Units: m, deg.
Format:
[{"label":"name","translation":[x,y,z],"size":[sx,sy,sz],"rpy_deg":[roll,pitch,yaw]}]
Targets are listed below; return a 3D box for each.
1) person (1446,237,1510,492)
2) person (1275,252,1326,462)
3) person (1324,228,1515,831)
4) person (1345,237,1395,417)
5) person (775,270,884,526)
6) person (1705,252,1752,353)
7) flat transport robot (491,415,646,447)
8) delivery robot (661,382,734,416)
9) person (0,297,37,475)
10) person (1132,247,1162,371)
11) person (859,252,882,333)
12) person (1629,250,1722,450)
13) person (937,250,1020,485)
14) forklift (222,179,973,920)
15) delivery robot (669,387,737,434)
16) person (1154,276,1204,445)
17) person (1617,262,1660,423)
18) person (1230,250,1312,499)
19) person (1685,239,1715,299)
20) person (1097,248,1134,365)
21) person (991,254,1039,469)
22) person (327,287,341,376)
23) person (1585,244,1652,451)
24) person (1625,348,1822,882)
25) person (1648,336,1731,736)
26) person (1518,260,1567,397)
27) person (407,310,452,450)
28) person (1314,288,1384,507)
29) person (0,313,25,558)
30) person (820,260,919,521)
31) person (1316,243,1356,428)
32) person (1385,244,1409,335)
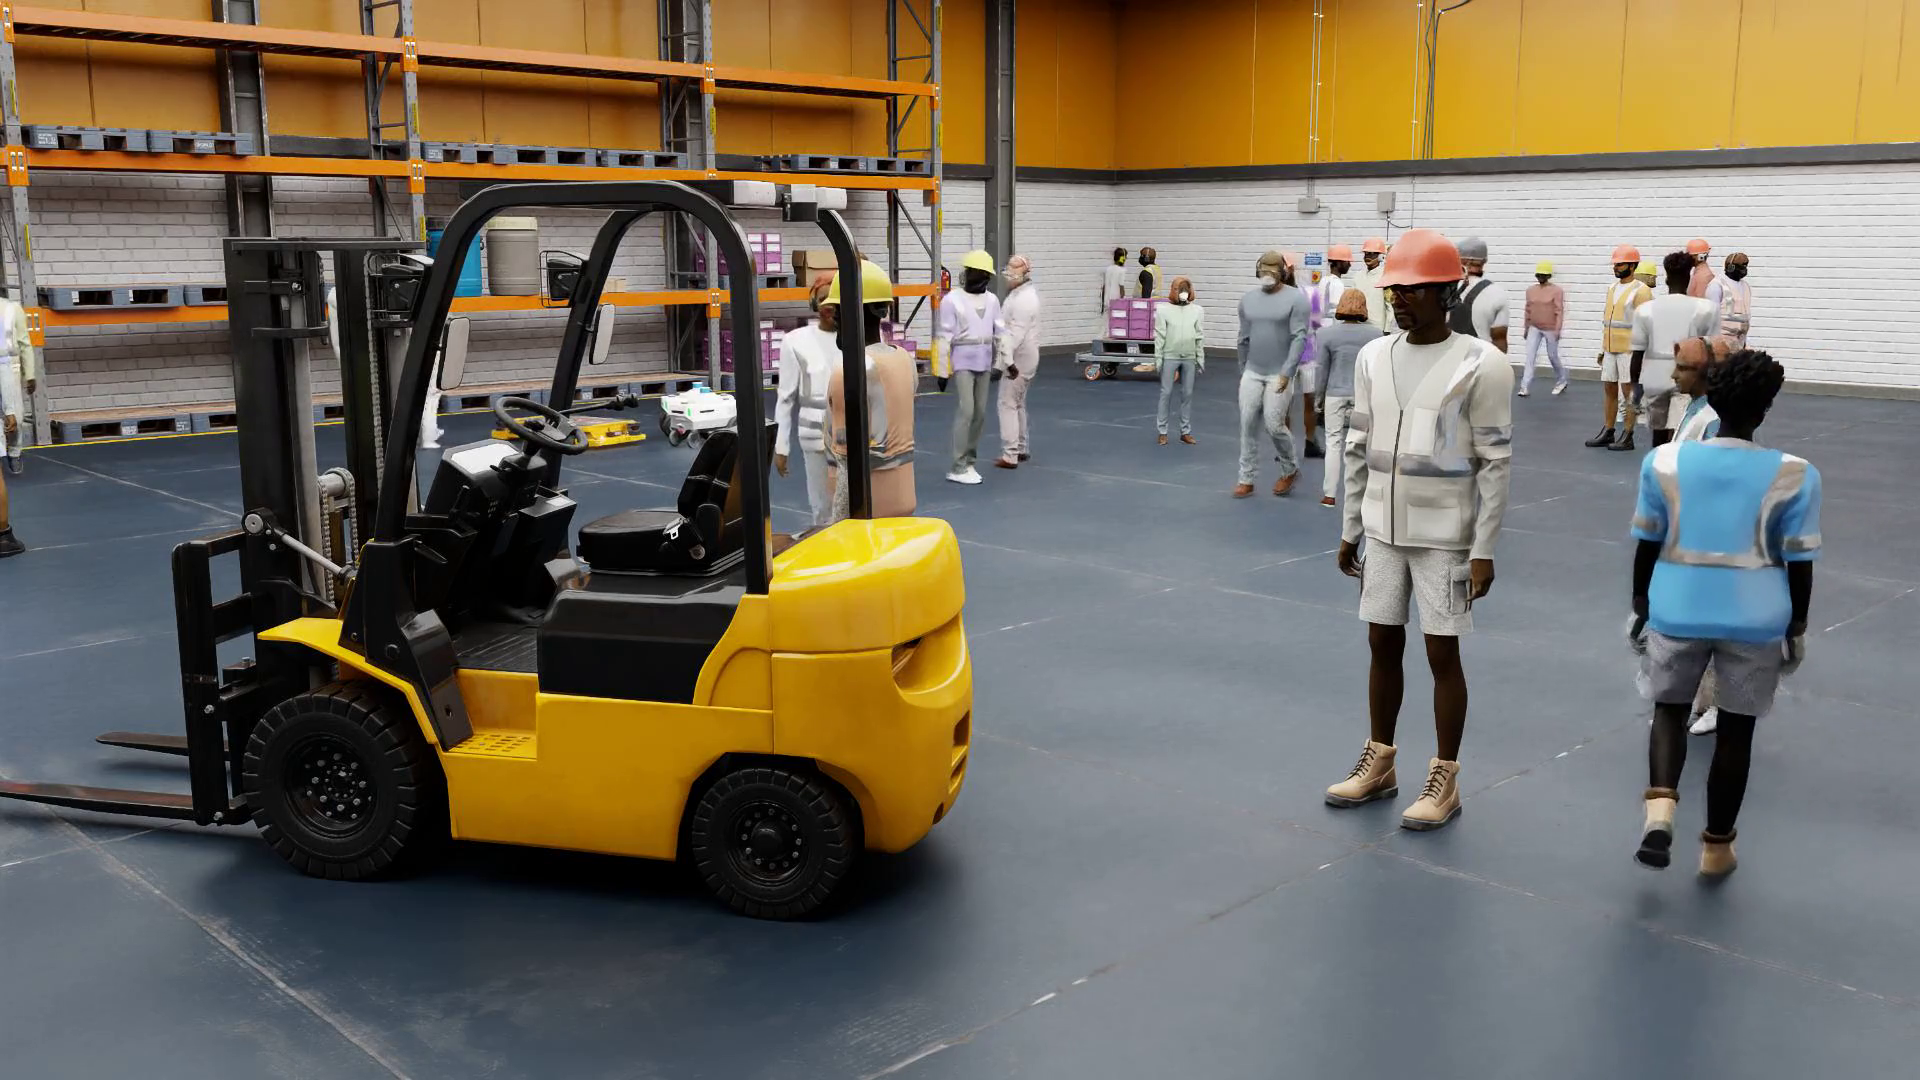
[{"label":"person","translation":[3.918,-1.354,12.929],"size":[0.700,2.000,0.920],"rpy_deg":[5,12,25]},{"label":"person","translation":[3.061,-1.630,14.887],"size":[0.782,1.878,0.360],"rpy_deg":[-1,10,-7]},{"label":"person","translation":[1.552,-0.030,5.698],"size":[0.378,2.041,0.616],"rpy_deg":[-9,14,-40]},{"label":"person","translation":[4.534,-2.335,18.398],"size":[0.375,1.997,0.612],"rpy_deg":[-8,13,-37]},{"label":"person","translation":[-0.704,-0.554,9.124],"size":[0.591,1.844,0.979],"rpy_deg":[0,10,-1]},{"label":"person","translation":[8.422,-2.221,18.227],"size":[0.626,1.836,0.428],"rpy_deg":[-5,12,-27]},{"label":"flat transport robot","translation":[-3.836,-1.079,16.259],"size":[1.431,0.197,0.652],"rpy_deg":[6,12,30]},{"label":"delivery robot","translation":[-2.615,-1.335,16.625],"size":[0.707,0.478,0.477],"rpy_deg":[-3,11,-15]},{"label":"person","translation":[-7.882,-1.350,13.531],"size":[0.634,1.812,0.497],"rpy_deg":[-6,12,-28]},{"label":"person","translation":[2.781,-3.437,24.825],"size":[0.429,1.846,0.626],"rpy_deg":[3,11,18]},{"label":"person","translation":[-1.081,-2.256,18.454],"size":[0.382,1.831,0.626],"rpy_deg":[3,11,18]},{"label":"person","translation":[5.187,-1.140,12.111],"size":[0.619,1.924,1.002],"rpy_deg":[8,13,38]},{"label":"person","translation":[0.126,-1.419,13.704],"size":[0.615,1.906,0.609],"rpy_deg":[-9,14,-41]},{"label":"forklift","translation":[-1.114,-0.058,5.440],"size":[2.313,2.155,1.214],"rpy_deg":[2,11,13]},{"label":"delivery robot","translation":[-2.462,-1.237,16.090],"size":[0.477,0.478,0.707],"rpy_deg":[9,14,40]},{"label":"person","translation":[2.126,-1.739,16.143],"size":[0.507,1.630,0.268],"rpy_deg":[-2,11,-13]},{"label":"person","translation":[7.356,-2.130,17.993],"size":[0.311,1.735,0.483],"rpy_deg":[-8,13,-37]},{"label":"person","translation":[2.412,-1.259,12.772],"size":[0.631,1.912,0.580],"rpy_deg":[9,14,40]},{"label":"person","translation":[8.604,-2.523,19.477],"size":[0.405,1.982,0.615],"rpy_deg":[4,11,22]},{"label":"person","translation":[2.438,-3.628,25.936],"size":[0.945,1.813,0.656],"rpy_deg":[-9,14,-40]},{"label":"person","translation":[0.492,-1.560,14.551],"size":[0.404,1.862,0.707],"rpy_deg":[1,10,5]},{"label":"person","translation":[-4.944,-1.486,13.928],"size":[0.627,1.940,0.372],"rpy_deg":[2,11,12]},{"label":"person","translation":[6.237,-1.814,15.717],"size":[0.354,1.939,0.545],"rpy_deg":[-4,11,-20]},{"label":"person","translation":[2.330,0.256,5.118],"size":[0.543,1.679,0.431],"rpy_deg":[7,12,33]},{"label":"person","translation":[2.952,0.001,6.656],"size":[0.356,1.628,0.524],"rpy_deg":[3,11,16]},{"label":"person","translation":[7.397,-2.676,21.025],"size":[0.900,1.715,0.566],"rpy_deg":[-10,14,-44]},{"label":"person","translation":[-5.038,-1.682,15.924],"size":[0.535,1.602,0.830],"rpy_deg":[2,11,9]},{"label":"person","translation":[2.892,-1.051,12.385],"size":[0.507,1.632,0.264],"rpy_deg":[2,11,10]},{"label":"person","translation":[-6.212,-0.840,10.406],"size":[0.551,1.935,0.371],"rpy_deg":[-4,11,-19]},{"label":"person","translation":[-0.367,-0.115,6.482],"size":[0.368,1.927,0.587],"rpy_deg":[4,11,19]},{"label":"person","translation":[3.954,-2.148,17.548],"size":[0.377,1.933,0.551],"rpy_deg":[-1,10,-5]},{"label":"person","translation":[4.988,-2.437,19.115],"size":[0.372,1.940,0.632],"rpy_deg":[6,12,32]}]
